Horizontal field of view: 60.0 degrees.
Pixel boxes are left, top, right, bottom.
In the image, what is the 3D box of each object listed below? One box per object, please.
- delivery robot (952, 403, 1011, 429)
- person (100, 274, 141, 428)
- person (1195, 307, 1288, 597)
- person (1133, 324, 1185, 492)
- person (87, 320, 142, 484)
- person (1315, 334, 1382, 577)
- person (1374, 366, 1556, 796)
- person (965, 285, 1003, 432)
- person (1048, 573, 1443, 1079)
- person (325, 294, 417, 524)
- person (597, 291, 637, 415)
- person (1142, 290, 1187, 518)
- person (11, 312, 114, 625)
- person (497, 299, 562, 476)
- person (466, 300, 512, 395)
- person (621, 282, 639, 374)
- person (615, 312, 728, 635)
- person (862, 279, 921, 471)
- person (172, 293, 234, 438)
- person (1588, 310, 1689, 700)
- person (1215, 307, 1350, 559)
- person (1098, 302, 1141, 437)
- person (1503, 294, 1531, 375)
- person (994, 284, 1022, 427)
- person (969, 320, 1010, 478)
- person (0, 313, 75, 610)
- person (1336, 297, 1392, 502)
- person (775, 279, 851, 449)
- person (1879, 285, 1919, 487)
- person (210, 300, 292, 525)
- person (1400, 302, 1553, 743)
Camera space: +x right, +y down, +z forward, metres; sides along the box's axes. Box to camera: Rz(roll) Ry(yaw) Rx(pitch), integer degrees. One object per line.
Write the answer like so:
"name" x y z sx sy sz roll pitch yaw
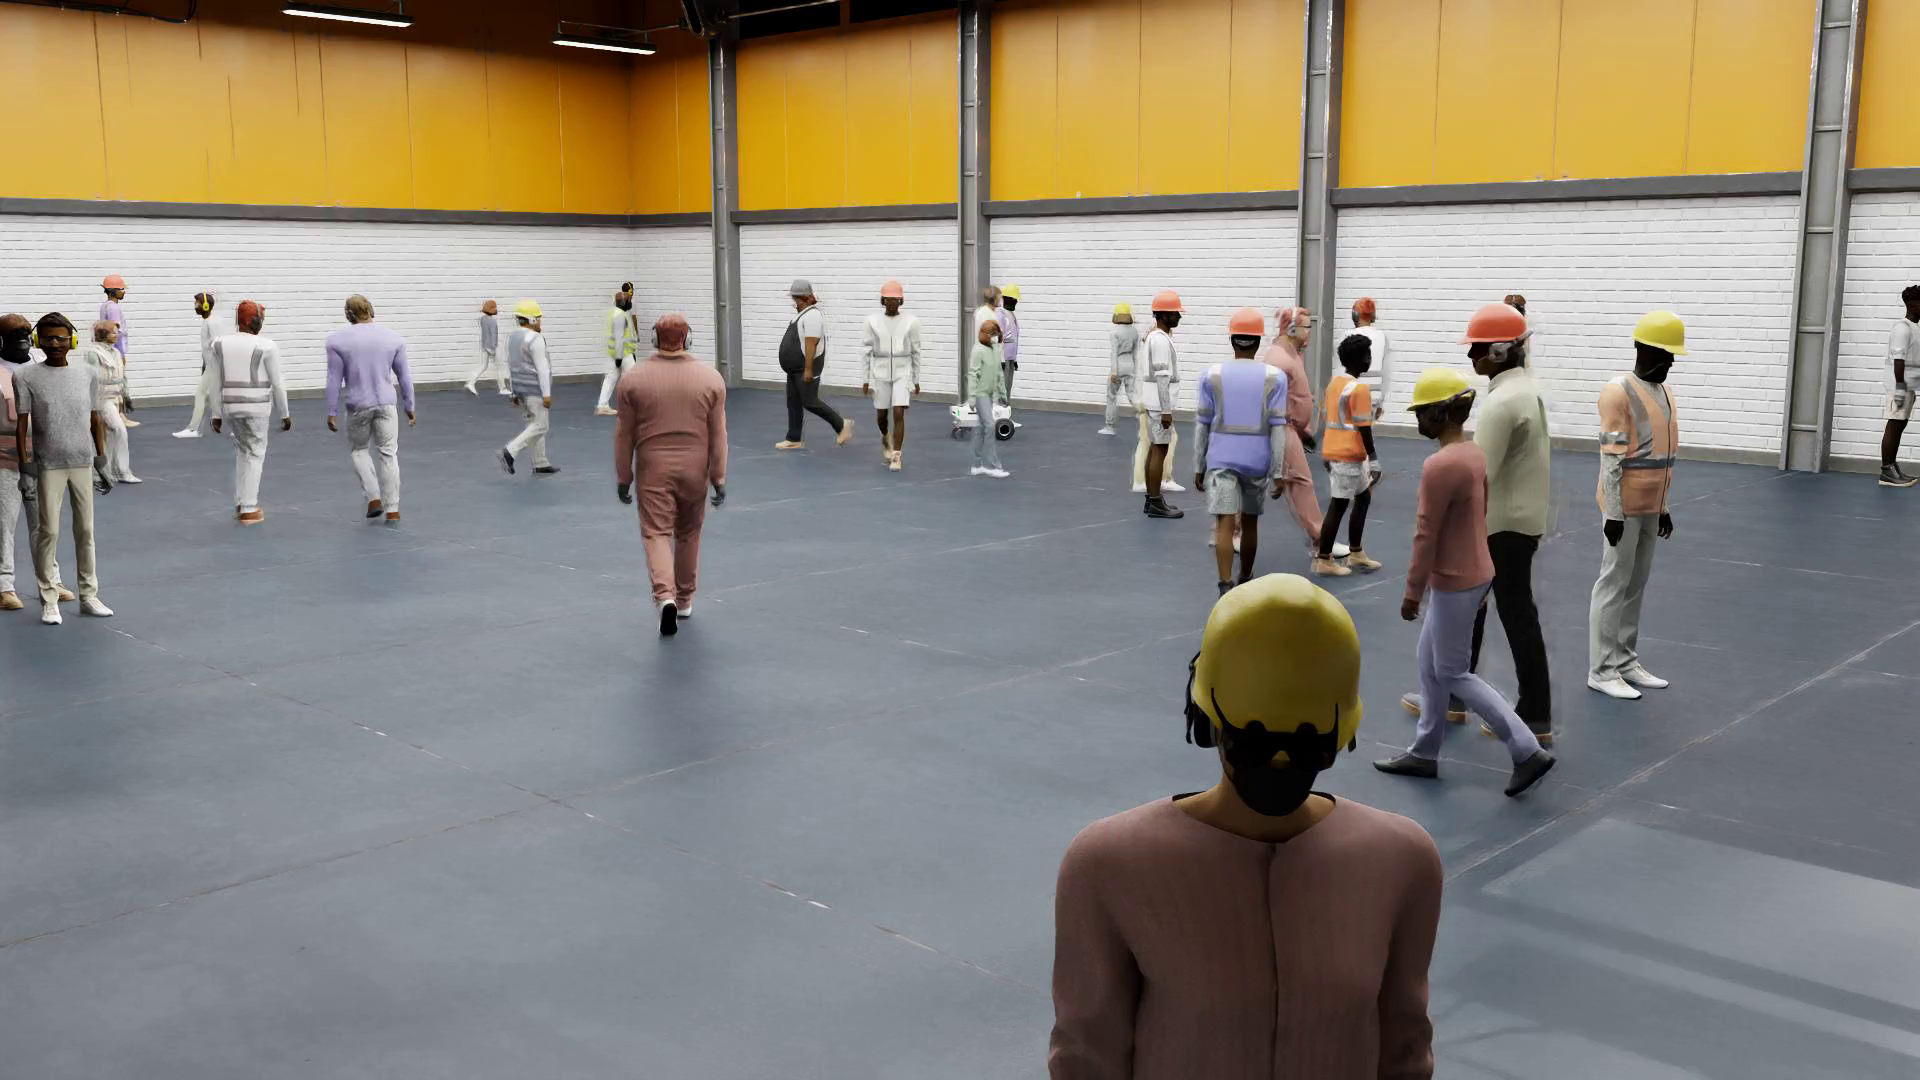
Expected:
"delivery robot" 0.263 -1.559 20.630 0.707 0.478 0.477 -2 9 -13
"person" -11.244 -2.512 22.203 0.394 2.044 0.609 -7 11 -36
"person" 1.728 -0.490 10.281 0.556 1.896 0.970 2 9 10
"person" 1.898 -1.255 15.816 0.602 1.602 0.535 -3 10 -20
"person" -8.285 -1.343 16.355 0.660 1.612 0.531 0 9 -2
"person" 2.740 -0.568 11.389 0.636 1.668 0.546 -1 9 -4
"person" 2.065 0.171 6.690 0.711 1.728 0.528 5 11 29
"person" 0.296 -2.221 20.782 0.607 1.921 0.643 -1 9 -5
"person" 0.370 0.903 2.143 0.524 1.759 0.328 -2 9 -9
"person" -4.893 -1.083 13.860 0.730 1.902 0.524 -5 10 -27
"person" -4.840 -2.707 24.185 0.976 1.786 0.639 -3 10 -18
"person" 1.743 -1.156 14.215 0.360 1.938 0.545 0 9 -1
"person" -5.383 -0.433 10.006 0.309 1.865 0.534 8 12 41
"person" -4.392 -1.527 16.864 0.676 1.817 0.602 -8 12 -40
"person" -7.946 -3.226 27.932 0.501 1.606 0.783 9 13 43
"person" -6.173 -3.859 31.030 0.512 1.862 0.329 7 11 35
"person" -1.689 -0.401 9.785 0.651 1.875 0.881 -2 10 -15
"person" -0.724 -1.766 17.719 0.620 2.025 0.854 0 9 0
"person" -9.448 -2.205 21.023 0.966 1.830 0.551 -4 10 -22
"person" 3.385 -0.178 8.284 0.585 1.917 0.382 -9 13 -42
"person" 2.375 -0.779 12.196 1.040 1.845 0.633 2 9 12
"person" 2.111 -2.165 21.105 0.494 1.707 0.836 -7 11 -35
"person" 6.160 -1.832 18.669 0.430 1.841 0.624 -1 9 -8
"person" 0.634 -2.439 22.126 0.371 1.923 0.586 3 10 19
"person" 0.346 -1.430 16.902 0.620 1.603 0.577 4 10 25
"person" -5.894 -0.497 10.470 0.430 1.845 0.622 7 11 35
"person" 3.652 -1.256 15.030 0.613 1.867 0.488 -5 10 -27
"person" -1.742 -2.070 19.504 0.801 2.000 0.685 -4 10 -21
"person" 9.279 -1.516 16.331 0.374 1.966 0.608 8 12 40
"person" -5.910 -1.070 13.927 0.596 1.858 0.638 1 9 7
"person" 2.333 -0.078 7.513 0.857 1.959 0.643 5 10 27
